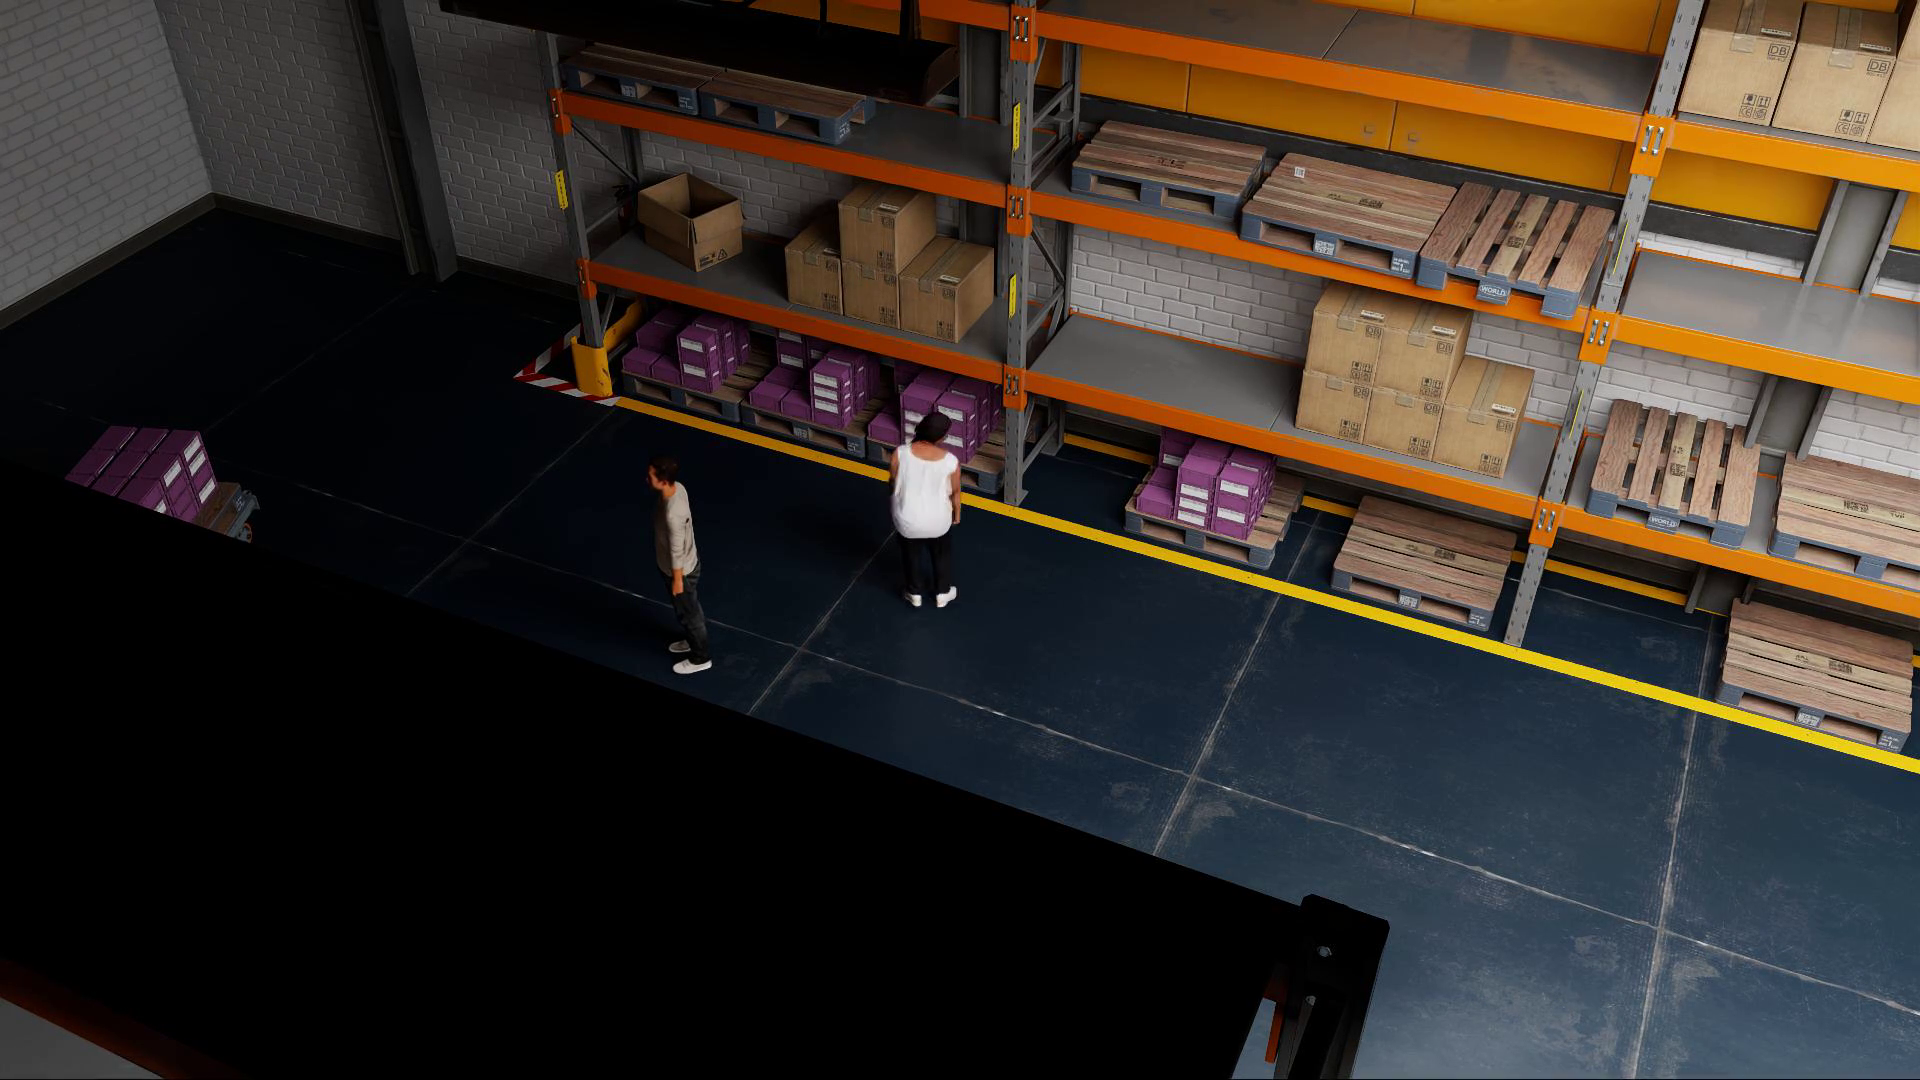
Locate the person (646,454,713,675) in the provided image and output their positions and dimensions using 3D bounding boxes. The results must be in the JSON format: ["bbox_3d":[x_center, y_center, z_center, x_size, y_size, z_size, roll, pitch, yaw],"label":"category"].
[{"bbox_3d":[-1.922,0.156,11.479,0.743,1.809,0.699,-10,40,-13],"label":"person"}]

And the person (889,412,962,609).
[{"bbox_3d":[-0.290,-0.236,12.067,0.703,1.688,0.828,-8,39,-10],"label":"person"}]
